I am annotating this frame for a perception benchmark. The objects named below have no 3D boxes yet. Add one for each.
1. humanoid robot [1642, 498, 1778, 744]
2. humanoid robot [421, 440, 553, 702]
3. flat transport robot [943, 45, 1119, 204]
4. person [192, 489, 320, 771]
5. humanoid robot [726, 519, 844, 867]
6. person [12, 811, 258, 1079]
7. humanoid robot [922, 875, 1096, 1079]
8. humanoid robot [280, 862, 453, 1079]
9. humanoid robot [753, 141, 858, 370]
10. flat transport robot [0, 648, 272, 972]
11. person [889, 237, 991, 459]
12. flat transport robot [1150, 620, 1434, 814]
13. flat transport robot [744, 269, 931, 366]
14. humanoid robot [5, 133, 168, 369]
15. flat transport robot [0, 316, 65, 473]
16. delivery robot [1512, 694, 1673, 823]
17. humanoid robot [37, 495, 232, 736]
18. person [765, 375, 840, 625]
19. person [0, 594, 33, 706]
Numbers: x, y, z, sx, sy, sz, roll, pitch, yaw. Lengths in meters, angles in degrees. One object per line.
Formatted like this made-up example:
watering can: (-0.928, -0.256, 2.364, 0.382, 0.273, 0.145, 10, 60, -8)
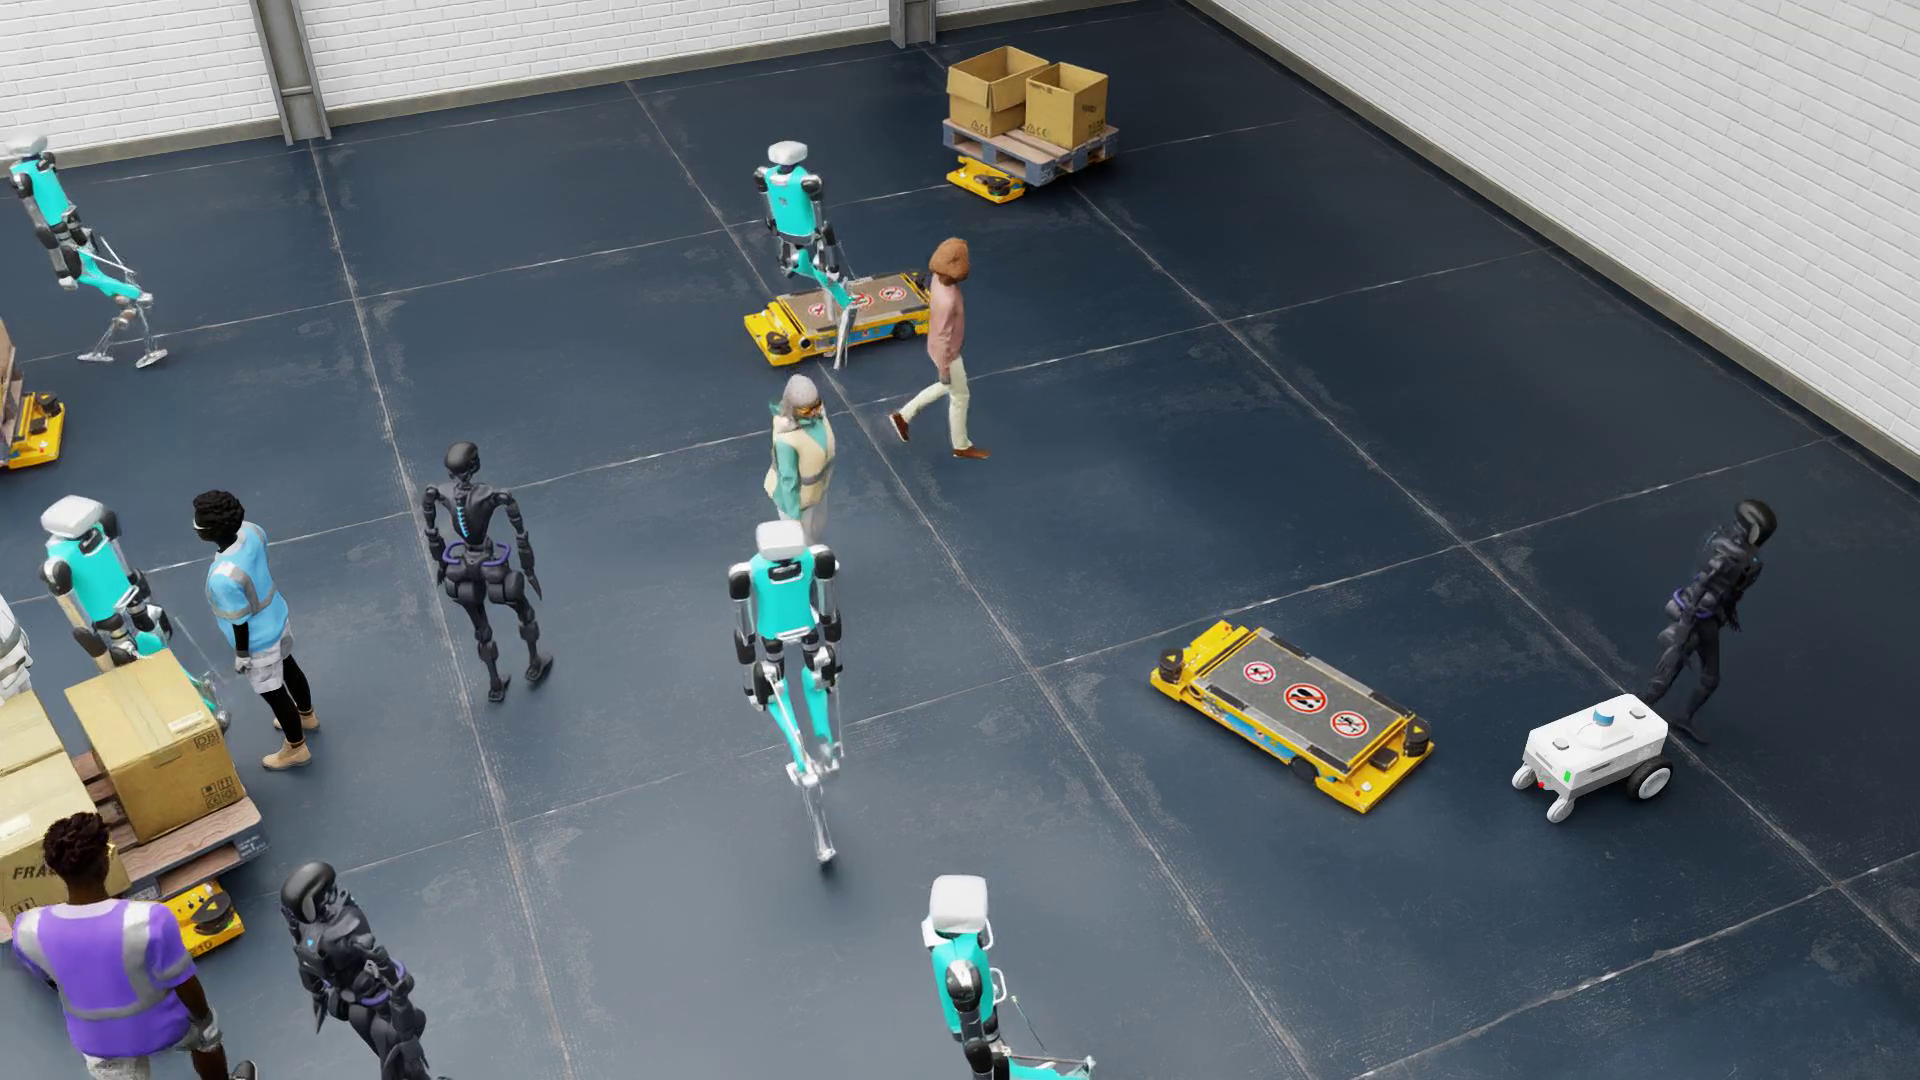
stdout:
humanoid robot: (3.841, 0.424, 8.576, 0.609, 1.635, 0.492, -27, 45, -31)
humanoid robot: (-2.555, 0.153, 8.917, 0.589, 1.656, 0.364, 2, 38, 3)
flat transport robot: (0.619, -3.346, 14.629, 1.431, 0.231, 0.659, -30, 47, -33)
person: (-3.607, 0.450, 8.511, 0.316, 1.699, 0.539, -3, 38, -4)
humanoid robot: (-0.718, 0.834, 8.015, 0.535, 1.773, 0.979, -14, 40, -17)
person: (-3.240, 1.806, 6.558, 0.635, 1.923, 0.807, -5, 38, -7)
humanoid robot: (0.211, 1.951, 6.531, 0.983, 1.736, 0.541, -5, 38, -7)
humanoid robot: (-2.377, 1.884, 6.669, 0.599, 1.642, 0.516, 18, 41, 21)
humanoid robot: (-0.993, -2.042, 11.753, 0.560, 1.807, 0.796, 18, 41, 22)
flat transport robot: (-4.120, 1.602, 8.189, 0.659, 0.231, 1.431, -26, 45, -30)
person: (-0.131, -1.224, 10.761, 0.595, 1.613, 0.504, -2, 38, -3)
flat transport robot: (1.802, 0.910, 9.090, 1.431, 0.231, 0.659, 31, 47, 34)
flat transport robot: (-0.837, -1.674, 12.453, 1.431, 0.231, 0.659, -15, 40, -19)
humanoid robot: (-6.014, -1.989, 11.683, 0.914, 1.772, 0.577, 0, 38, 0)
flat transport robot: (-6.798, -0.639, 11.105, 1.431, 0.231, 0.659, -12, 39, -15)
delivery robot: (3.296, 1.092, 8.625, 0.794, 0.603, 0.499, -17, 41, -20)
humanoid robot: (-3.959, 0.568, 8.351, 0.785, 1.797, 0.565, 3, 38, 4)
person: (-0.869, -0.283, 9.476, 0.392, 1.681, 0.635, 13, 39, 16)
person: (-4.661, 0.658, 8.094, 0.356, 1.882, 0.573, -11, 39, -15)
